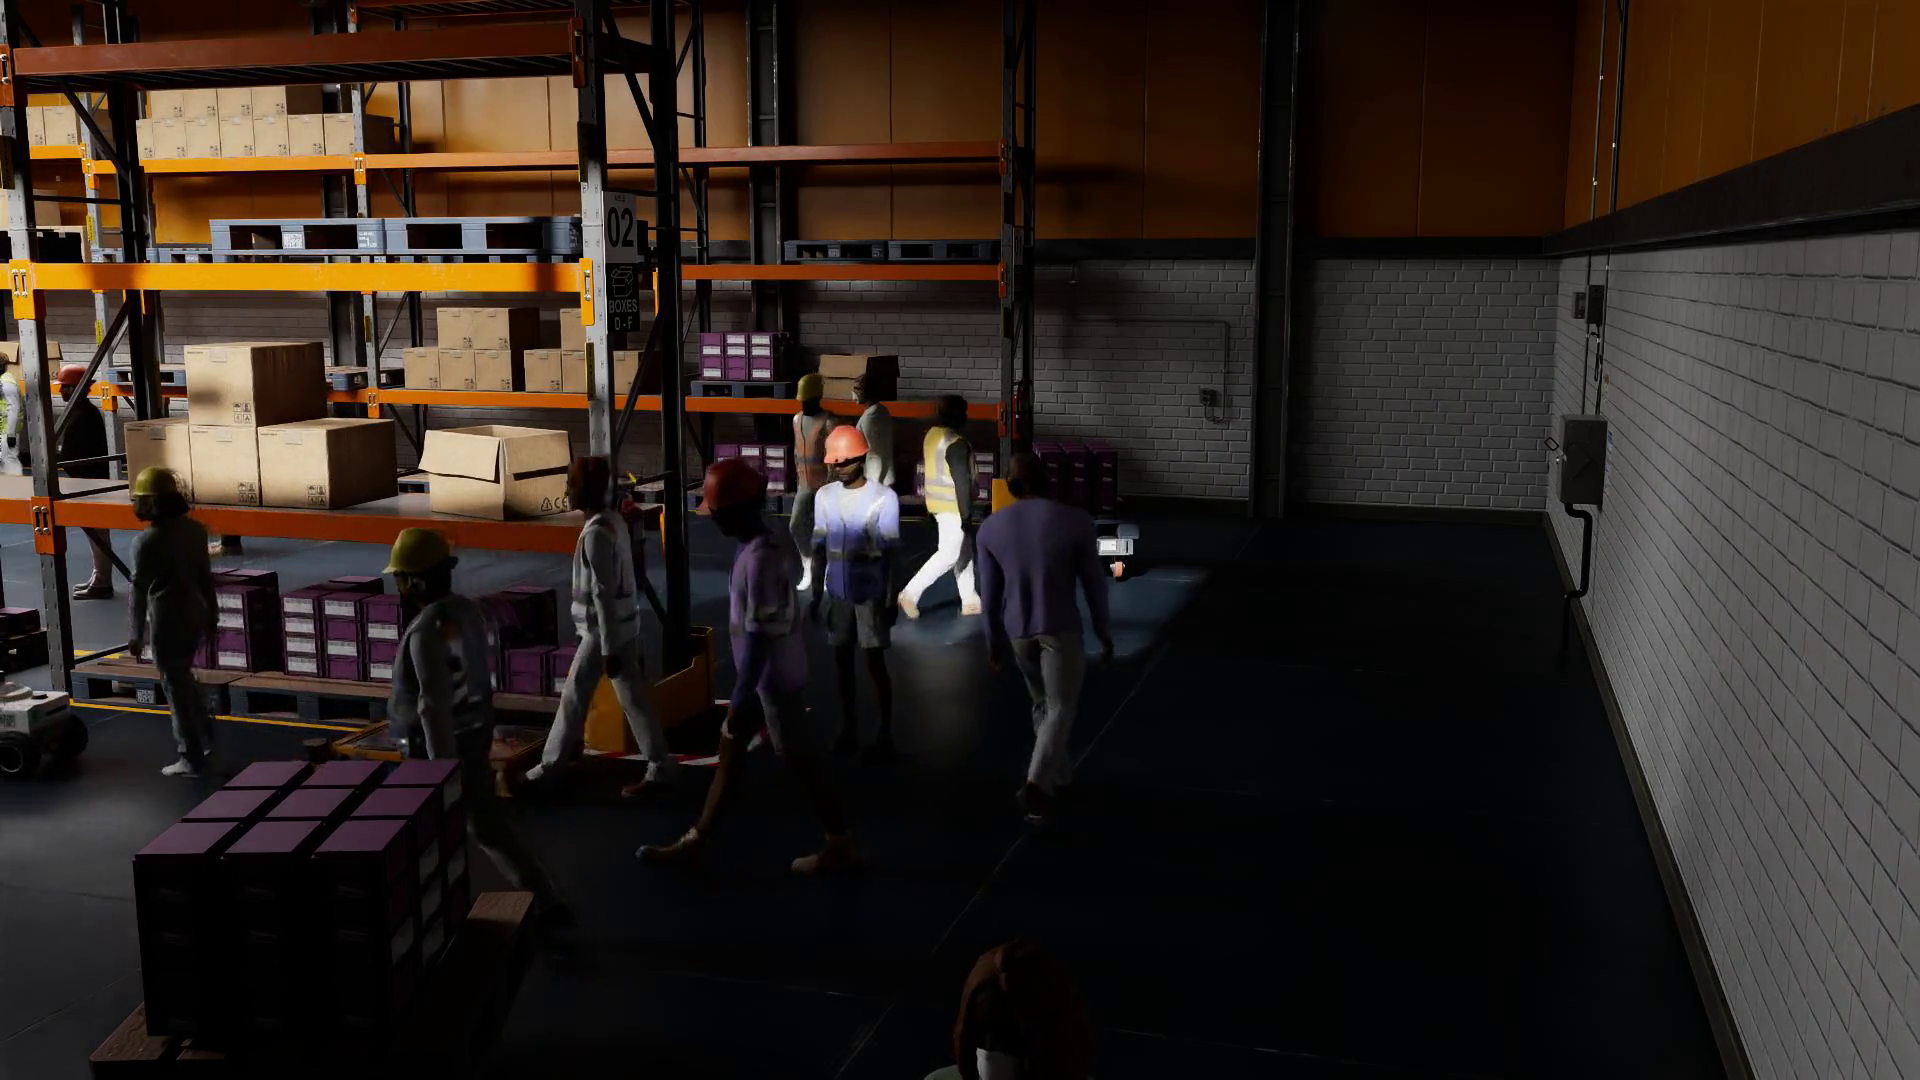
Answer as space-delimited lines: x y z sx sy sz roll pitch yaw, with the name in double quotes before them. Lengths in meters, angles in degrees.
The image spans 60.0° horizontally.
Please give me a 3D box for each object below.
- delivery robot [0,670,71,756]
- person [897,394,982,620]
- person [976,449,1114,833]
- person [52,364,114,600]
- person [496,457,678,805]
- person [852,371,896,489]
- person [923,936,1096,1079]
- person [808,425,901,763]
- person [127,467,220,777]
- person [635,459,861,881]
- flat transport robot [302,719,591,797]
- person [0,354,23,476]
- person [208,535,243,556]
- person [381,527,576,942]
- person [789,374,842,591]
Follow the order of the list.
"delivery robot" -5.376 0.971 9.293 0.707 0.478 0.477 1 9 7
"person" -0.122 -0.260 13.243 0.863 1.815 0.628 -3 10 -19
"person" 0.387 0.491 8.460 0.687 1.889 0.927 4 10 21
"person" -7.427 -0.495 14.130 0.378 1.996 0.611 -4 10 -23
"person" -1.930 0.485 8.686 0.968 1.829 0.585 0 9 1
"person" -0.731 -0.446 14.006 0.379 1.940 0.629 1 9 4
"person" 0.126 1.508 3.049 0.502 1.626 0.283 5 11 28
"person" -0.611 0.298 9.531 0.551 1.925 0.402 5 10 27
"person" -4.329 0.456 9.121 0.393 1.725 0.518 3 10 17
"person" -0.937 0.606 7.490 1.048 1.966 0.672 -2 10 -13
"flat transport robot" -2.839 1.180 9.167 1.431 0.197 0.652 3 10 16
"person" -11.154 -1.261 19.378 0.653 1.835 0.429 9 13 43
"person" -7.276 -0.866 16.256 0.539 2.000 0.688 -4 10 -21
"person" -2.038 0.824 6.754 0.918 1.786 0.596 1 9 4
"person" -1.246 -0.485 14.352 0.604 1.901 0.466 7 12 38
